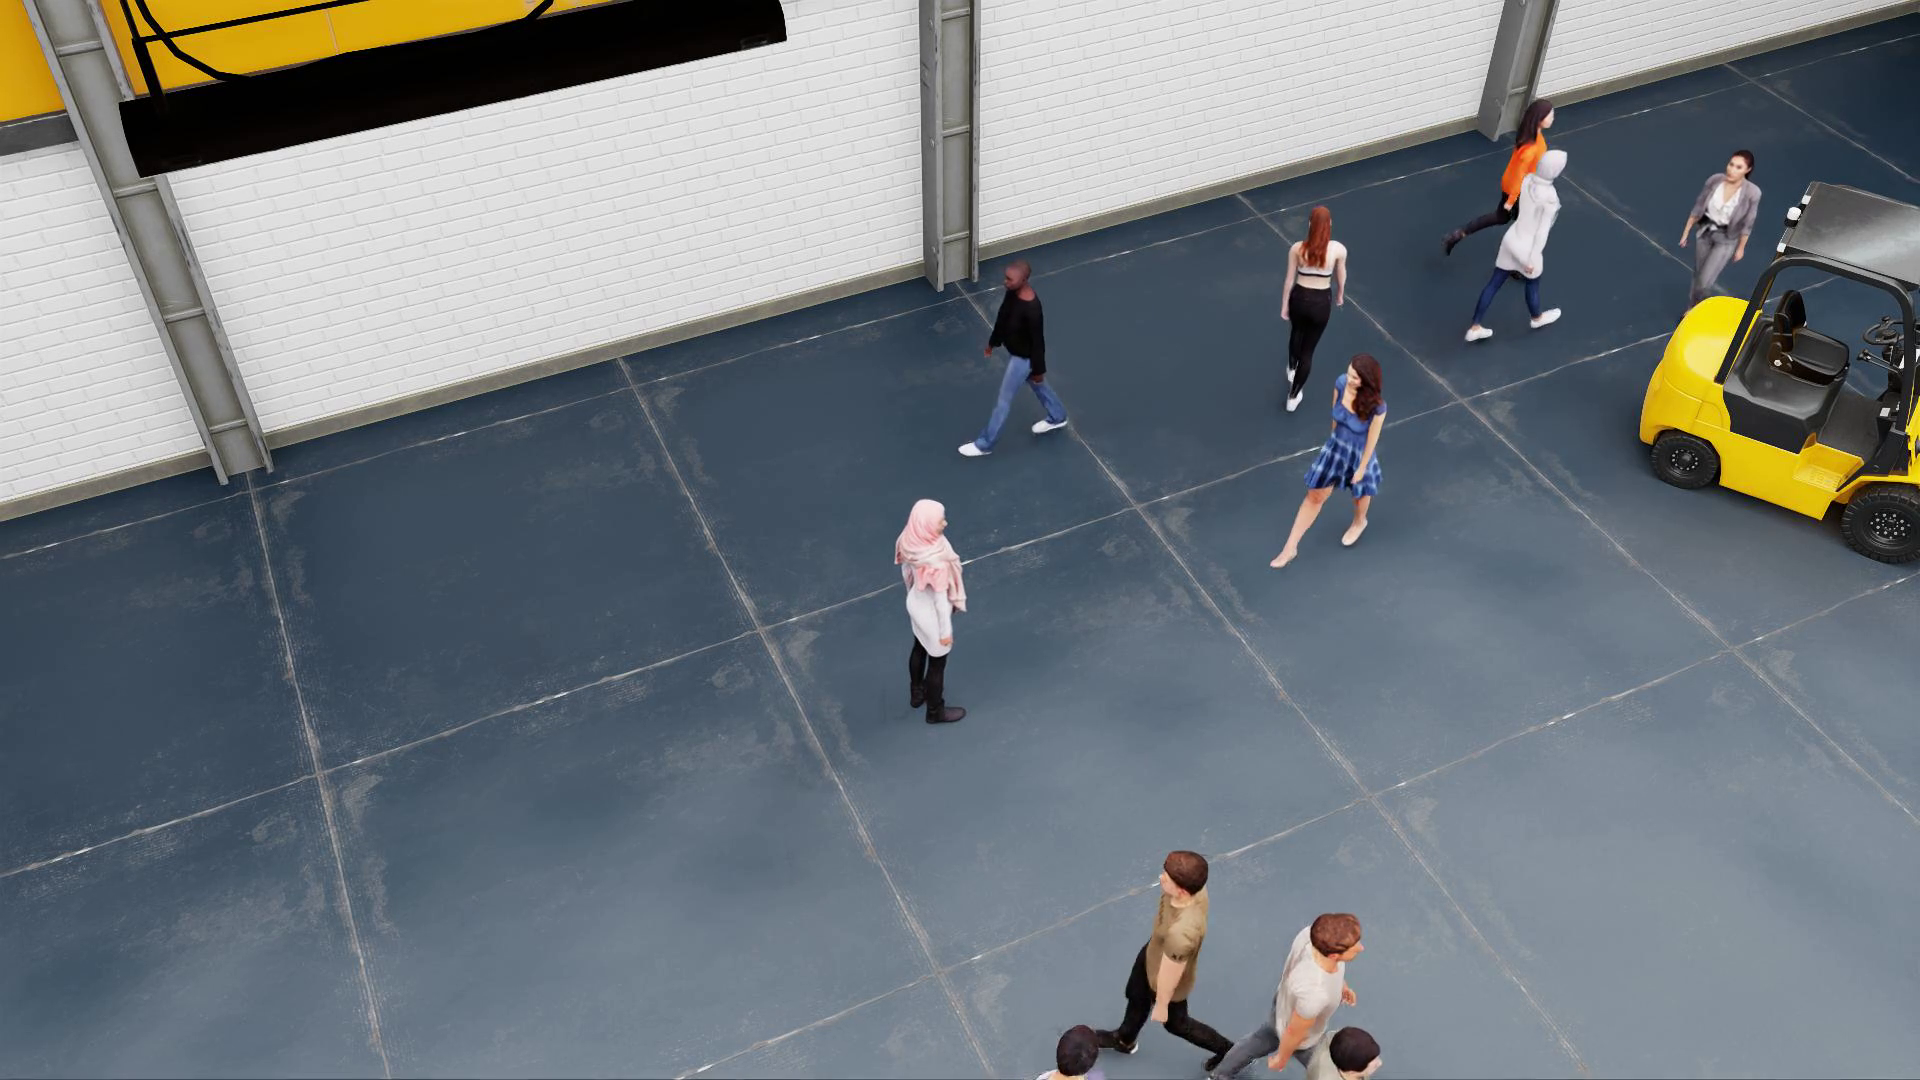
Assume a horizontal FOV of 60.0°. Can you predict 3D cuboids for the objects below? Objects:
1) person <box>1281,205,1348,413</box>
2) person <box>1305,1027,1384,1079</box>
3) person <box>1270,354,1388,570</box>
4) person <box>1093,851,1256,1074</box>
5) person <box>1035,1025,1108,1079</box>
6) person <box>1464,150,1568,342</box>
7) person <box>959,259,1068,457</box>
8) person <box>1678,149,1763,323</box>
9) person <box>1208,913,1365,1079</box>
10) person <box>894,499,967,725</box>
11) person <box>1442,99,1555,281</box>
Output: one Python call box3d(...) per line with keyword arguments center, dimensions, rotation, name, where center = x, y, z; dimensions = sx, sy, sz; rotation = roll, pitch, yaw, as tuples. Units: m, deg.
box3d(center=(2.675, -1.729, 12.792), dimensions=(0.905, 1.725, 0.958), rotation=(14, 45, 14), name="person")
box3d(center=(1.625, 2.822, 7.926), dimensions=(0.989, 1.848, 0.926), rotation=(7, 44, 7), name="person")
box3d(center=(2.749, -0.563, 11.547), dimensions=(1.190, 1.754, 0.830), rotation=(-31, 51, -28), name="person")
box3d(center=(1.165, 2.227, 8.567), dimensions=(1.270, 1.824, 1.077), rotation=(5, 44, 5), name="person")
box3d(center=(0.459, 2.907, 8.052), dimensions=(0.524, 1.550, 0.850), rotation=(-24, 49, -23), name="person")
box3d(center=(4.457, -2.328, 13.413), dimensions=(1.096, 1.736, 0.686), rotation=(-15, 46, -15), name="person")
box3d(center=(0.540, -1.400, 12.465), dimensions=(1.184, 1.699, 0.683), rotation=(-14, 45, -14), name="person")
box3d(center=(6.226, -2.471, 13.618), dimensions=(0.784, 1.659, 0.739), rotation=(-31, 52, -28), name="person")
box3d(center=(1.620, 2.403, 8.372), dimensions=(1.297, 1.839, 1.086), rotation=(5, 44, 6), name="person")
box3d(center=(-0.189, 0.458, 10.441), dimensions=(0.584, 1.803, 0.628), rotation=(-20, 47, -20), name="person")
box3d(center=(4.630, -2.961, 14.086), dimensions=(1.133, 1.723, 0.993), rotation=(8, 44, 8), name="person")
